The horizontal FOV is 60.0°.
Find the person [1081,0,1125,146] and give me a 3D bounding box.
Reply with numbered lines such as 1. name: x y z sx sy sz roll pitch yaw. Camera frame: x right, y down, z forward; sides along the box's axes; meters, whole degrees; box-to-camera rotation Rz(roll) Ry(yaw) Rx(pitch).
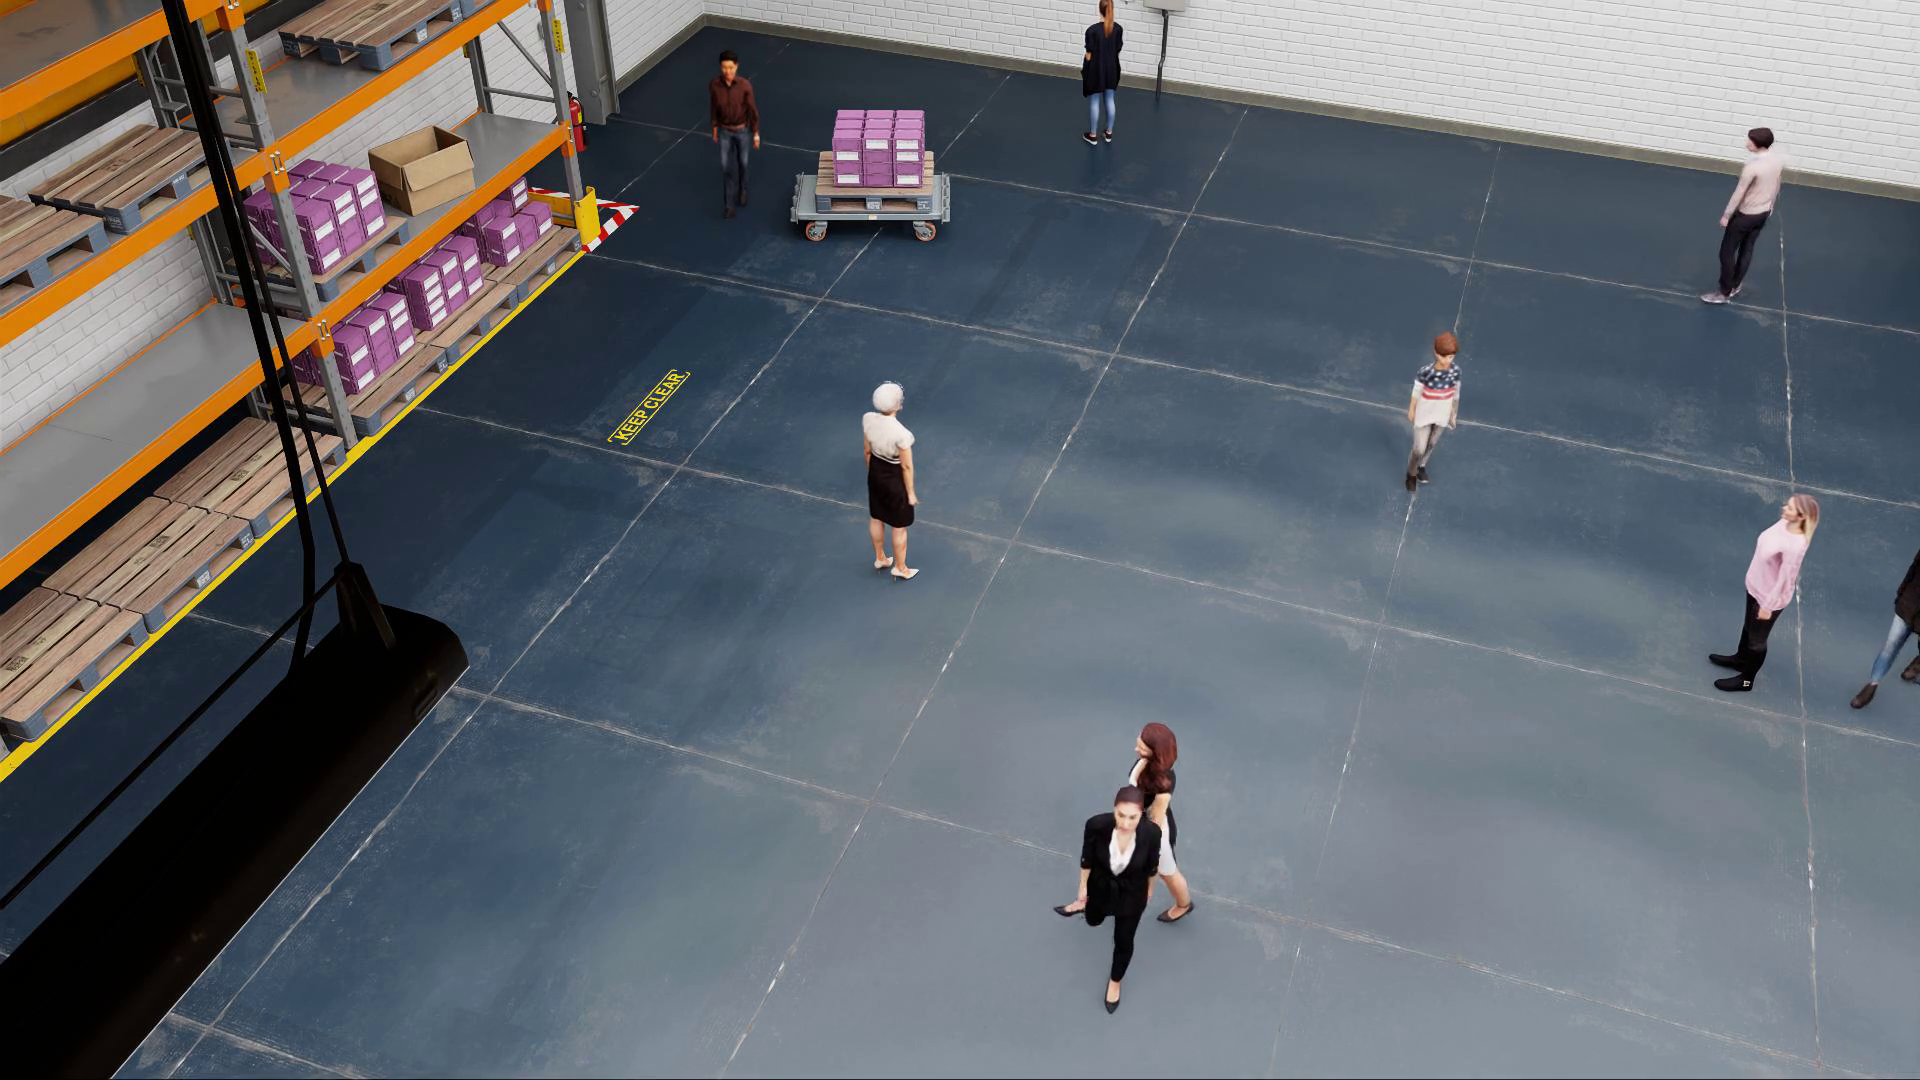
1. person: 1.609 -5.289 18.740 0.718 1.683 0.749 -11 40 -13

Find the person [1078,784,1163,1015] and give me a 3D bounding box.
1. person: 0.916 1.971 9.683 0.684 1.640 1.010 7 39 8

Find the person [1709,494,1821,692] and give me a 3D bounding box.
1. person: 5.688 0.360 11.663 0.668 1.688 0.495 9 40 12

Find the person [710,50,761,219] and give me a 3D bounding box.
1. person: -2.355 -4.318 17.472 0.887 1.748 1.090 1 39 1

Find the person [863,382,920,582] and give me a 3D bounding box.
1. person: -0.537 -0.431 12.599 0.686 1.755 0.646 29 47 31

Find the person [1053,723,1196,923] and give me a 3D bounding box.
1. person: 1.231 1.733 9.885 1.019 1.760 1.142 -4 39 -5

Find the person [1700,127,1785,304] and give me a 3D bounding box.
1. person: 7.622 -3.139 15.970 0.803 1.781 0.844 -5 39 -6

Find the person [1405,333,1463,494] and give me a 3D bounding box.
1. person: 3.884 -1.106 13.706 0.643 1.428 0.712 -5 39 -6

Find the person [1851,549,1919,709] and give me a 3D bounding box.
1. person: 6.802 0.456 11.614 1.141 1.598 0.955 -27 46 -29
